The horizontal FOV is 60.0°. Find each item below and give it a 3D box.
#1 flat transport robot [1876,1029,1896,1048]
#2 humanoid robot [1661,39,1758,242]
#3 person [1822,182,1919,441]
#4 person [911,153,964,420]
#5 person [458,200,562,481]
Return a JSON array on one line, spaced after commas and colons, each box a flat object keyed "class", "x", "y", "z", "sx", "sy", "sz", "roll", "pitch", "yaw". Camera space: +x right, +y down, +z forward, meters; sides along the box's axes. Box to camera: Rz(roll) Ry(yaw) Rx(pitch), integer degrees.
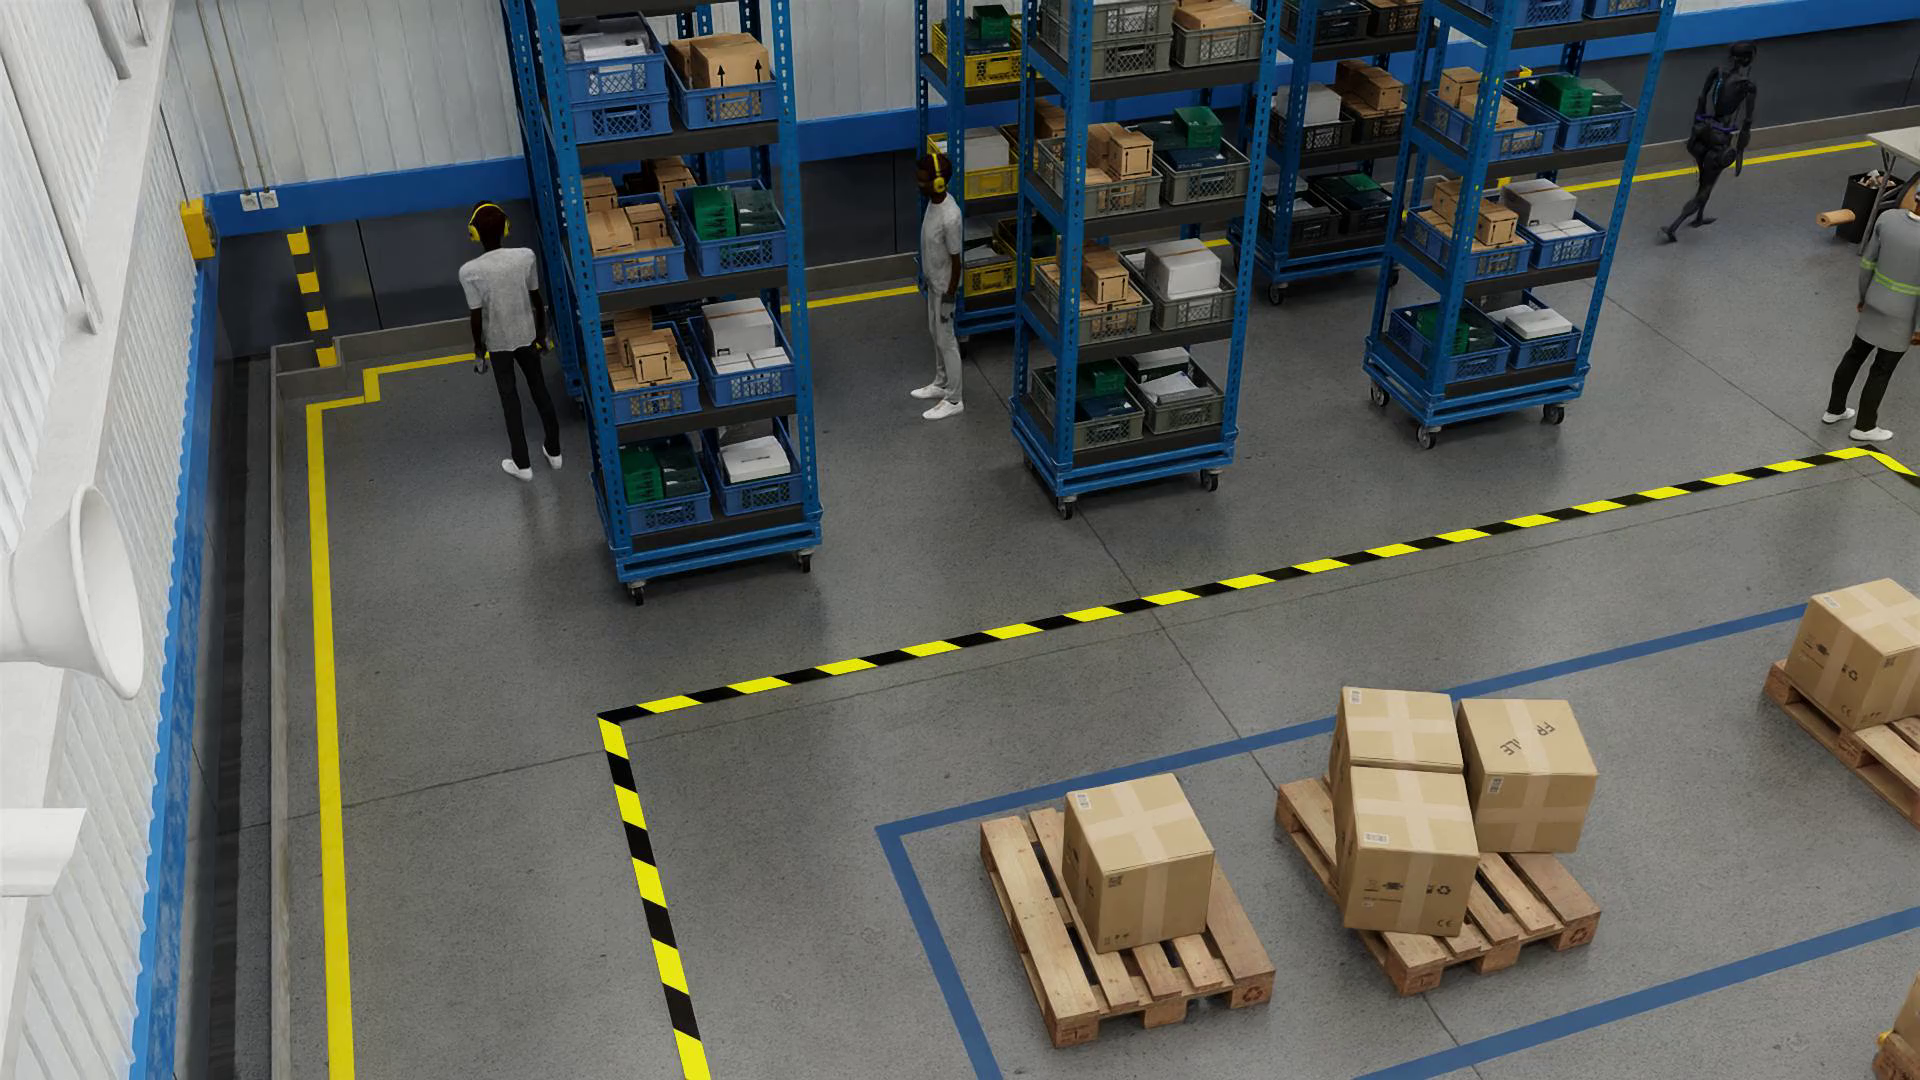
[{"class": "flat transport robot", "x": 4.459, "y": 2.413, "z": 6.611, "sx": 0.652, "sy": 0.197, "sz": 1.431, "roll": -11, "pitch": 37, "yaw": -15}, {"class": "humanoid robot", "x": 6.073, "y": -3.232, "z": 13.457, "sx": 0.748, "sy": 1.642, "sz": 0.591, "roll": -15, "pitch": 38, "yaw": -20}, {"class": "person", "x": 6.082, "y": -1.512, "z": 10.826, "sx": 0.365, "sy": 1.852, "sz": 0.589, "roll": -12, "pitch": 37, "yaw": -17}, {"class": "person", "x": -0.146, "y": -1.682, "z": 11.055, "sx": 0.312, "sy": 1.865, "sz": 0.529, "roll": -9, "pitch": 36, "yaw": -12}, {"class": "person", "x": -2.821, "y": -1.233, "z": 10.414, "sx": 0.508, "sy": 1.872, "sz": 0.332, "roll": -24, "pitch": 41, "yaw": -29}]
